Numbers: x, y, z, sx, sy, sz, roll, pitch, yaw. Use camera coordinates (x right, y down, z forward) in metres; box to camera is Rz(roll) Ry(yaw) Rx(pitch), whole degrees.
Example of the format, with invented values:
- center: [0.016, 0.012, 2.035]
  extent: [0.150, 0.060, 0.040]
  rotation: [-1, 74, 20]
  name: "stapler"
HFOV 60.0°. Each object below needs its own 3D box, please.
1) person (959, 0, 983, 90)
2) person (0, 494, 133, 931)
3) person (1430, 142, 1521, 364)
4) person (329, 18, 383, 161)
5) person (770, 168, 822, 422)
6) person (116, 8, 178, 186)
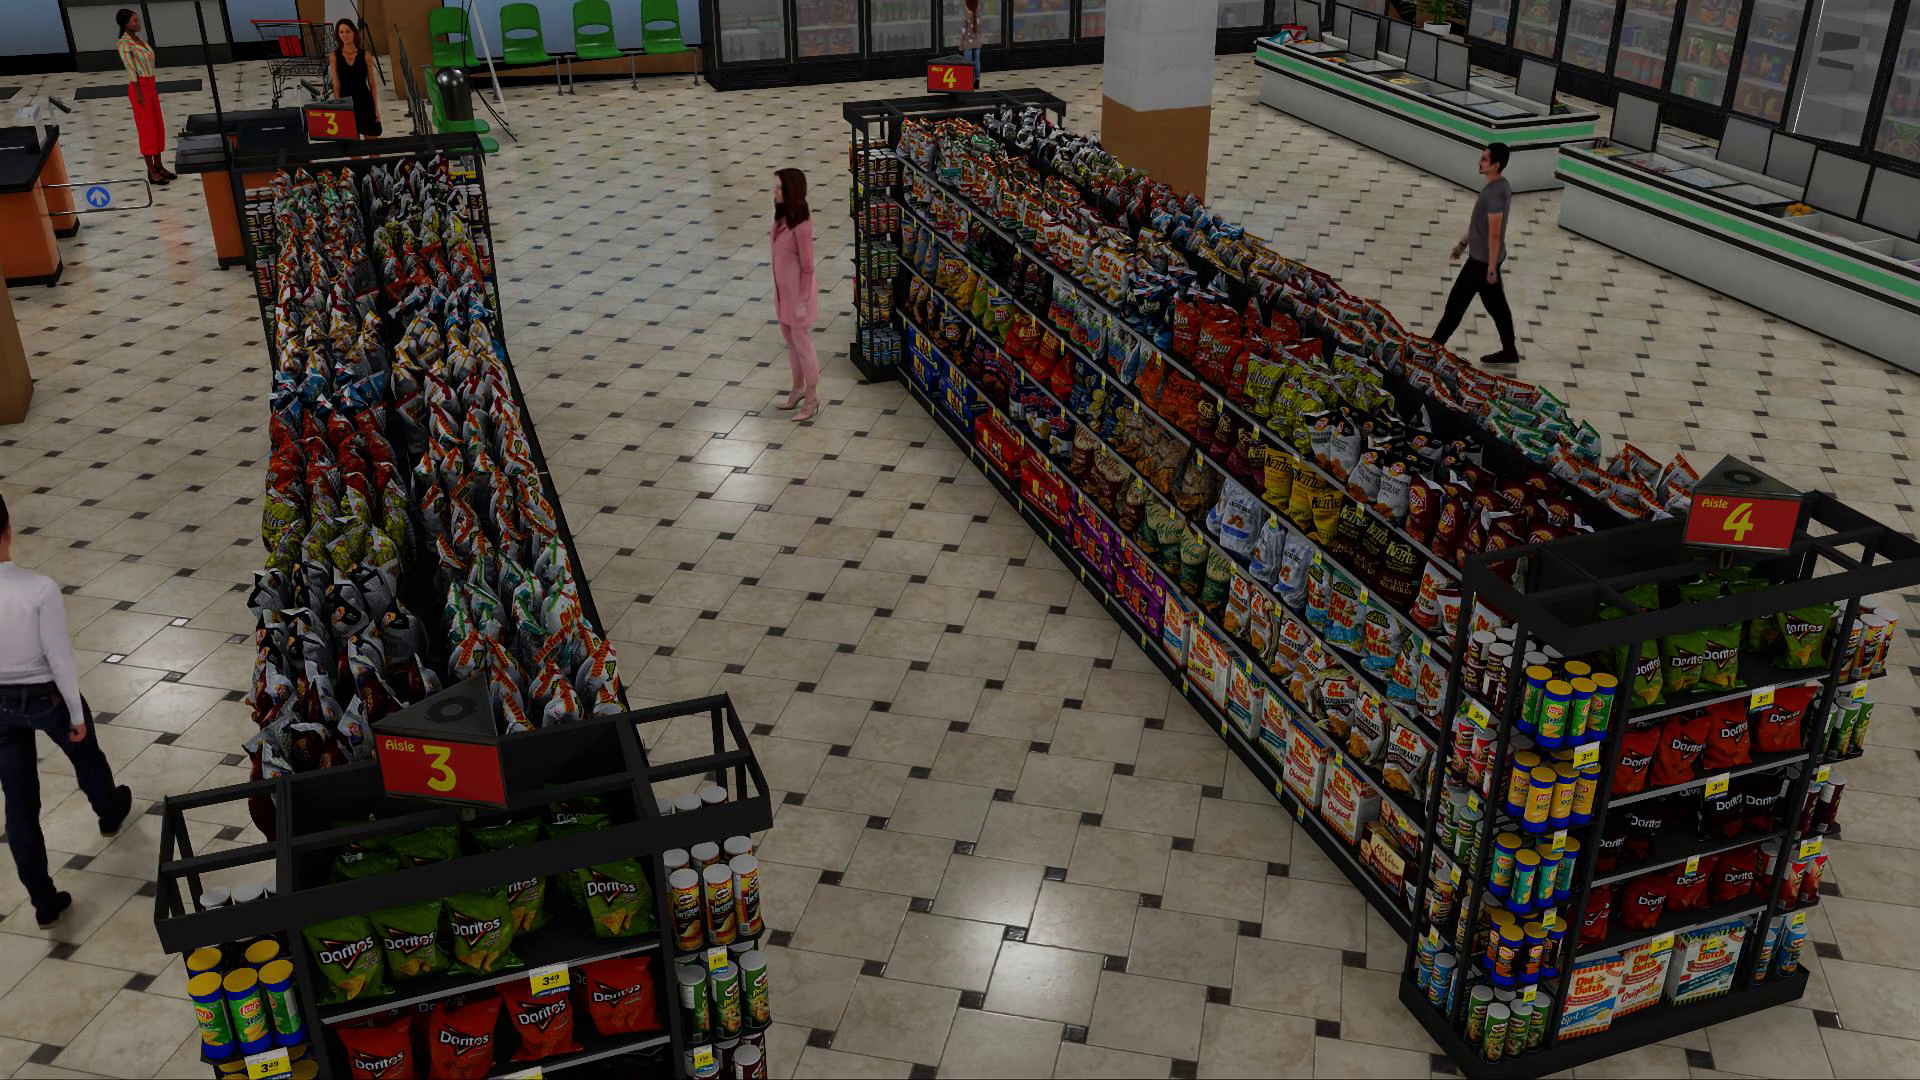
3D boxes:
- center: [0.151, -6.506, 21.762]
  extent: [0.524, 1.194, 0.521]
  rotation: [-16, 31, -29]
  name: "person"
- center: [-3.842, 0.732, 6.789]
  extent: [0.696, 1.828, 1.231]
  rotation: [-7, 28, -13]
  name: "person"
- center: [4.028, -2.099, 12.503]
  extent: [1.125, 1.709, 1.120]
  rotation: [9, 28, 18]
  name: "person"
- center: [-6.014, -4.268, 16.641]
  extent: [0.583, 1.835, 0.524]
  rotation: [-8, 28, -15]
  name: "person"
- center: [-1.147, -1.725, 11.661]
  extent: [0.694, 1.802, 0.496]
  rotation: [-13, 30, -24]
  name: "person"
- center: [-8.550, -4.643, 17.426]
  extent: [0.717, 1.793, 0.571]
  rotation: [-1, 27, -2]
  name: "person"
